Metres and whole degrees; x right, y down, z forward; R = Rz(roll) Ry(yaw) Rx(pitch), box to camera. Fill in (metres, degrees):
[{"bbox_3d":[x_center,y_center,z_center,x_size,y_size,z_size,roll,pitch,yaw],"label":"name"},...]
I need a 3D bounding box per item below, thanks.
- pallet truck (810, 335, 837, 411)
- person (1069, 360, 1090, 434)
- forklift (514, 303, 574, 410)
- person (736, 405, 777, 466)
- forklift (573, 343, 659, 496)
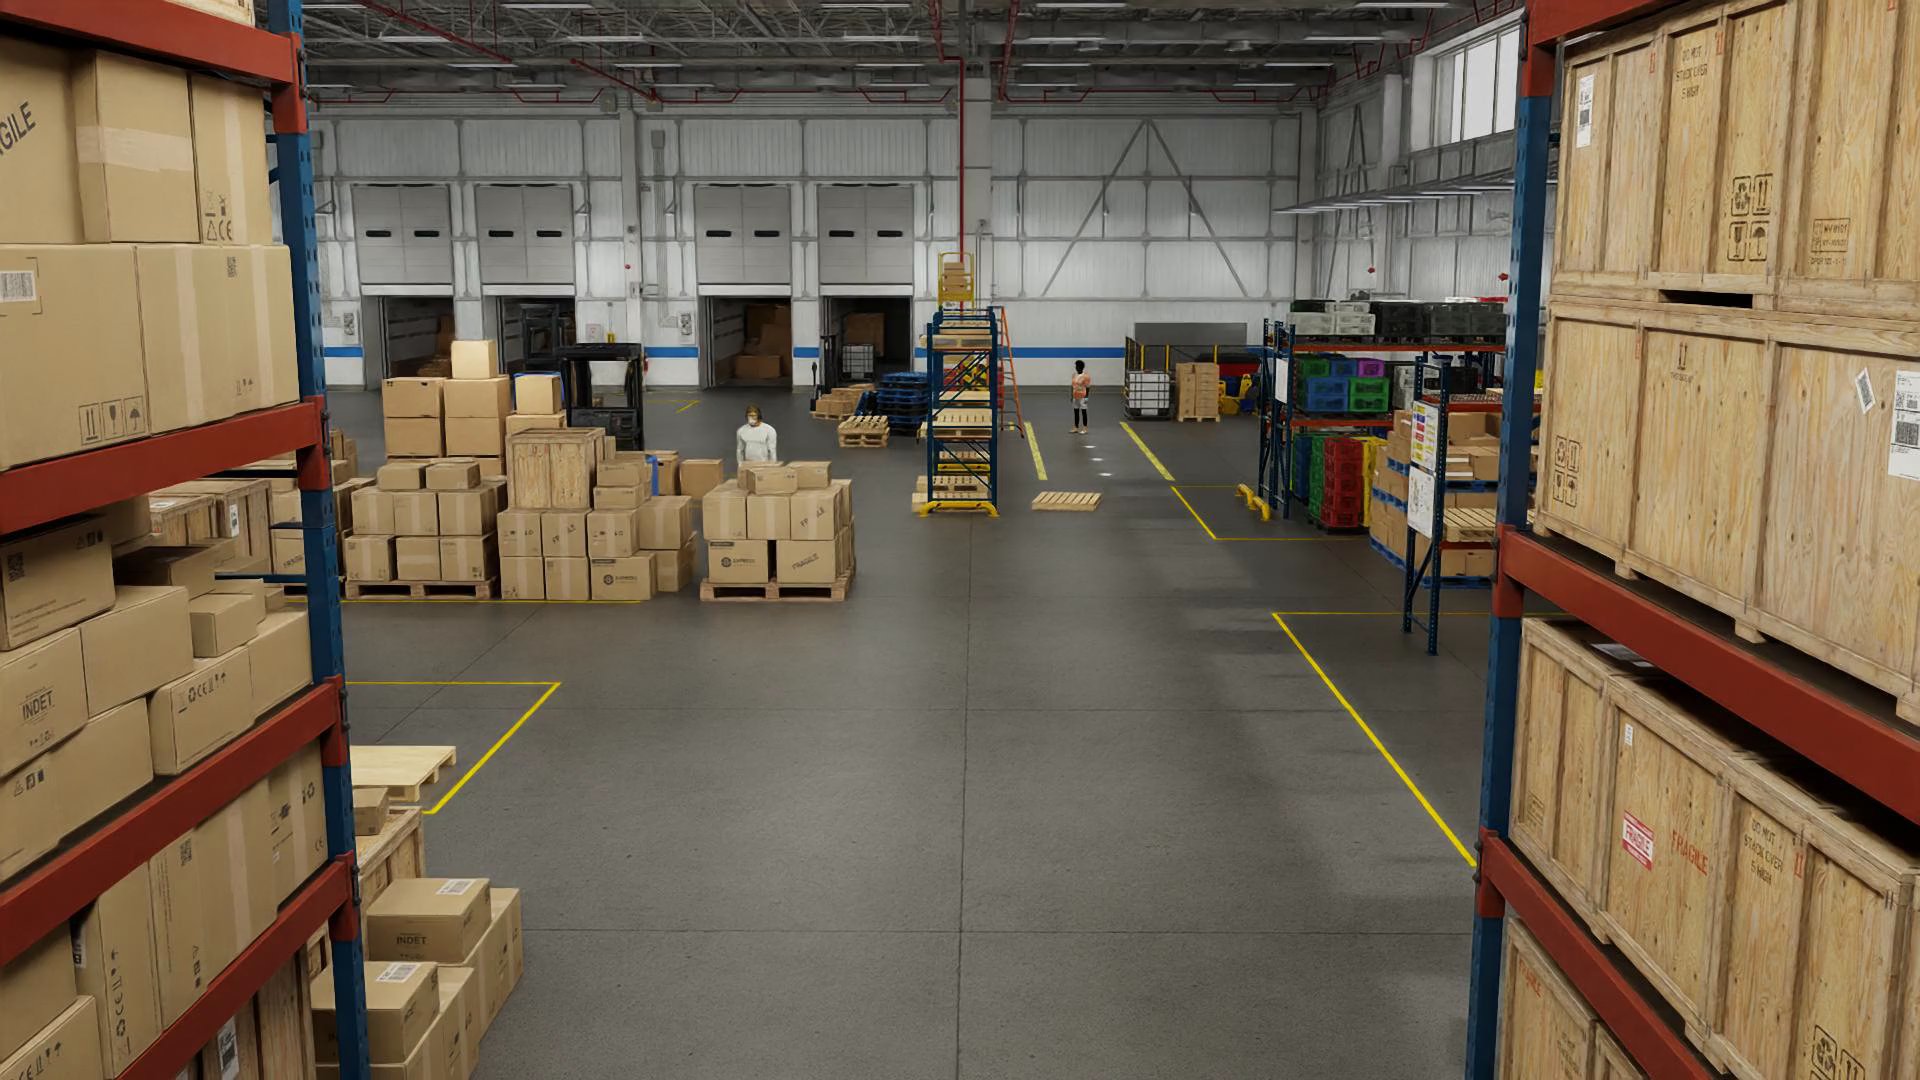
[{"bbox_3d":[-3.021,-4.312,43.126,1.885,1.965,0.823,3,10,17],"label":"pallet truck"},{"bbox_3d":[2.728,-3.252,37.874,0.319,1.697,0.532,-9,14,-43],"label":"person"},{"bbox_3d":[-10.721,-4.667,42.626,1.129,2.768,1.873,0,10,1],"label":"forklift"},{"bbox_3d":[-2.976,-1.016,24.334,0.629,1.929,0.362,3,10,16],"label":"person"},{"bbox_3d":[-5.085,-1.475,24.210,1.129,2.768,1.873,0,10,1],"label":"forklift"}]
